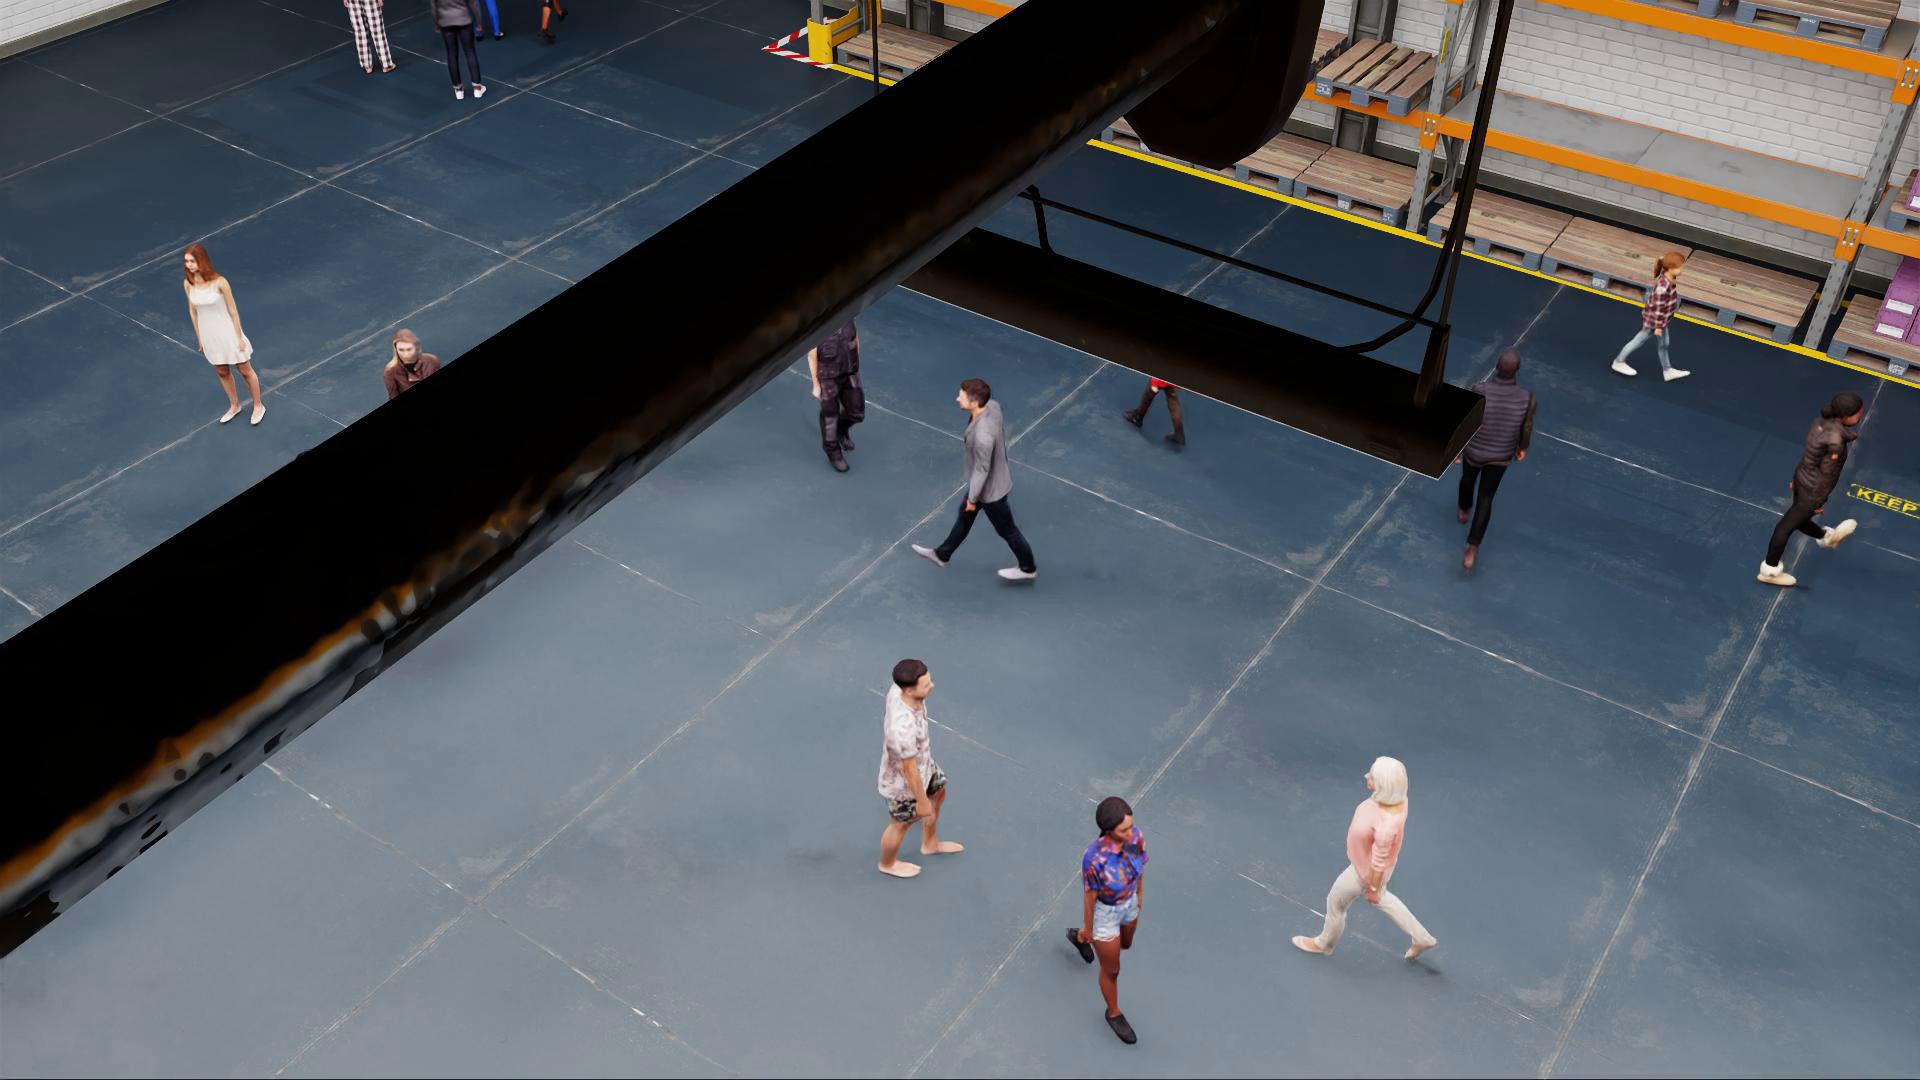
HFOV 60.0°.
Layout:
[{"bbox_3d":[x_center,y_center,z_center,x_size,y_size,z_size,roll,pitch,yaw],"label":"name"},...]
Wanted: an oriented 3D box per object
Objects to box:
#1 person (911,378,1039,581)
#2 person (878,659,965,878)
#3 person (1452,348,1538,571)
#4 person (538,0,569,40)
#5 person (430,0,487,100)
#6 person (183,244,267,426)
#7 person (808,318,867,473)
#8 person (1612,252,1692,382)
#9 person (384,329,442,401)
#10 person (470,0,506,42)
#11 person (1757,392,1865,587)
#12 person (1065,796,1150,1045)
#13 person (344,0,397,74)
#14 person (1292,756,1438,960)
[{"bbox_3d":[0.299,-0.396,12.489,1.325,1.797,1.123,2,39,3],"label":"person"},{"bbox_3d":[-0.412,1.411,10.227,0.956,1.796,0.891,1,39,1],"label":"person"},{"bbox_3d":[4.046,-0.605,12.756,1.237,1.790,1.055,9,40,12],"label":"person"},{"bbox_3d":[-5.314,-7.211,21.173,1.200,1.609,0.917,11,40,14],"label":"person"},{"bbox_3d":[-5.962,-6.097,19.613,0.786,1.816,0.869,-3,39,-4],"label":"person"},{"bbox_3d":[-6.345,-1.774,14.283,0.605,1.711,0.704,3,39,3],"label":"person"},{"bbox_3d":[-1.078,-1.423,13.741,0.767,1.840,0.815,-22,43,-25],"label":"person"},{"bbox_3d":[6.179,-2.009,14.927,0.870,1.274,0.539,23,44,26],"label":"person"},{"bbox_3d":[-4.274,-0.958,13.269,0.673,1.702,0.642,-21,43,-24],"label":"person"},{"bbox_3d":[-6.113,-7.176,21.056,0.685,1.701,0.775,-1,39,-1],"label":"person"},{"bbox_3d":[6.581,-0.364,12.576,1.041,1.638,0.885,9,39,11],"label":"person"},{"bbox_3d":[0.822,2.073,9.456,0.775,1.723,1.040,-26,45,-29],"label":"person"},{"bbox_3d":[-7.273,-6.601,20.218,0.672,1.847,0.766,-1,39,-1],"label":"person"},{"bbox_3d":[2.483,1.905,9.688,1.126,1.697,0.799,12,40,14],"label":"person"}]
